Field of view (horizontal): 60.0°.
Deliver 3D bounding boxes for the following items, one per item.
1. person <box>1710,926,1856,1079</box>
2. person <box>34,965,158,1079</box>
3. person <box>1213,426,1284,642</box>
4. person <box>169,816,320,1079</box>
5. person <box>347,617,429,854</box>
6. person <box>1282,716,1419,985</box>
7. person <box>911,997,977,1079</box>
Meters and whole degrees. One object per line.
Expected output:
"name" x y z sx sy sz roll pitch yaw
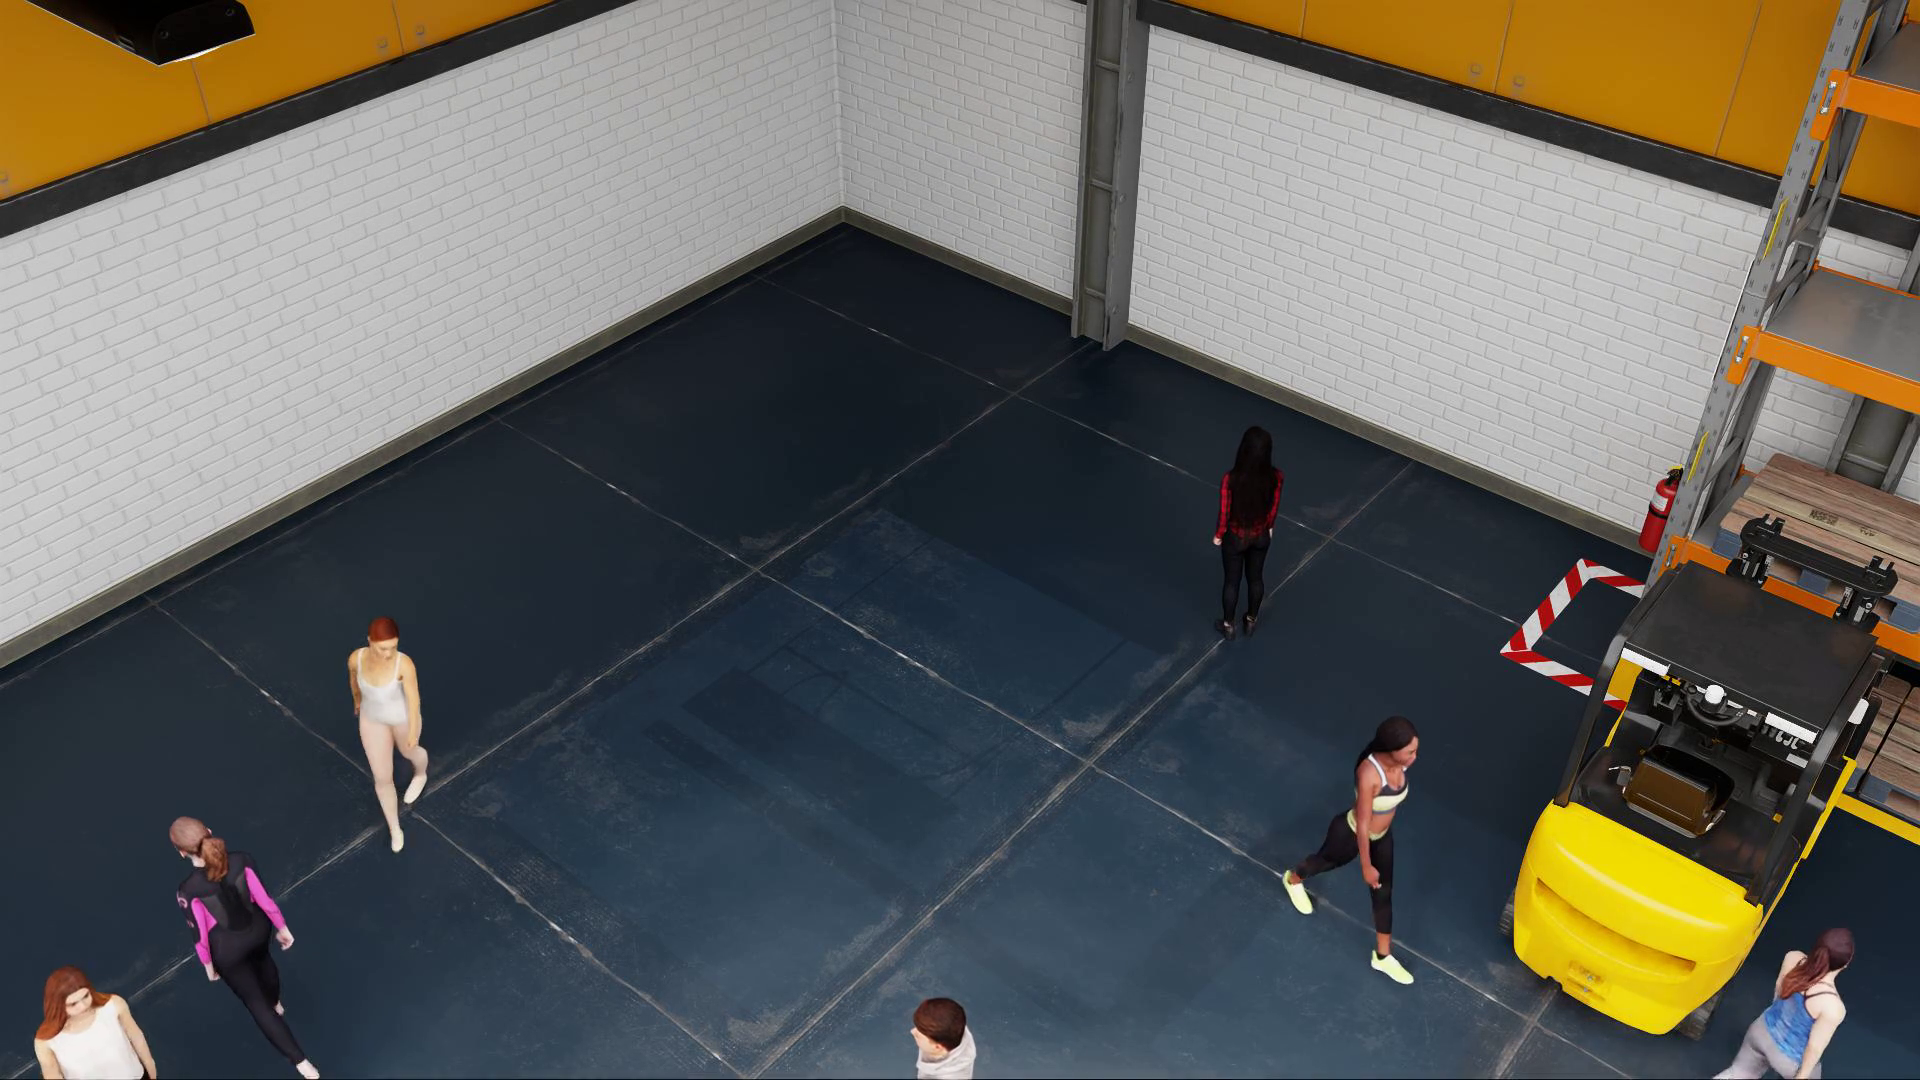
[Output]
"person" 3.893 2.438 8.006 1.001 1.577 1.033 -7 39 -9
"person" -4.023 2.533 7.814 0.842 1.668 1.194 -20 43 -24
"person" 1.904 -0.028 11.030 0.667 1.656 0.693 -9 40 -11
"person" -3.565 2.083 8.348 1.104 1.705 0.605 30 48 32
"person" -3.346 1.015 9.775 0.957 1.592 1.014 3 39 4
"person" 2.091 1.558 9.008 0.805 1.701 1.235 -22 44 -25
"person" -0.066 2.664 7.502 0.797 1.853 0.747 -2 39 -2
